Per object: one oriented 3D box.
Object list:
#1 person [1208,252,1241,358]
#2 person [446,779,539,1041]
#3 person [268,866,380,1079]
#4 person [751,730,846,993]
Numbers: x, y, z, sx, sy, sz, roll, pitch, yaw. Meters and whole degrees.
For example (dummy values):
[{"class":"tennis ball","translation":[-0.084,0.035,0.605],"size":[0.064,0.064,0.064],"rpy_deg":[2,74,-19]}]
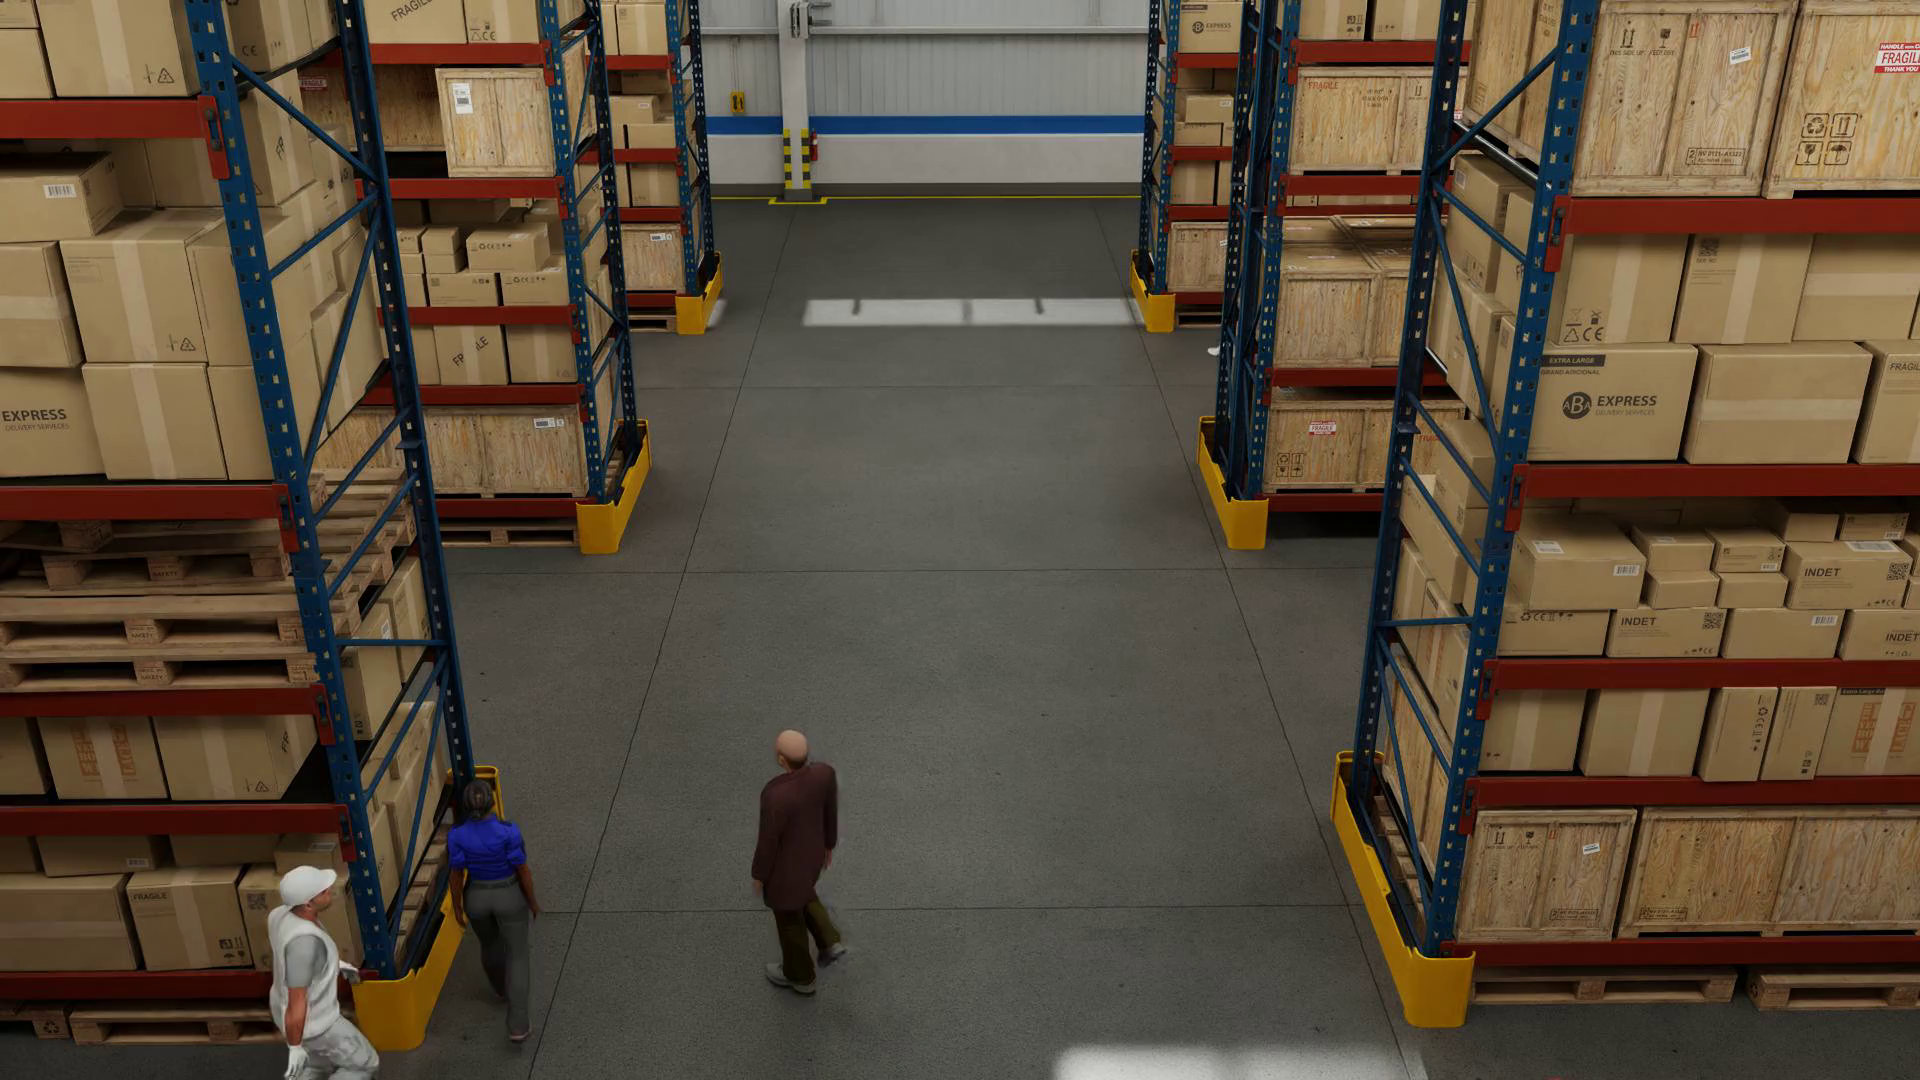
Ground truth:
[{"class":"person","translation":[3.578,-3.106,20.531],"size":[0.894,1.782,0.598],"rpy_deg":[10,27,21]},{"class":"person","translation":[-2.672,2.072,9.596],"size":[0.463,1.665,0.740],"rpy_deg":[-1,25,-2]},{"class":"person","translation":[-3.339,2.464,8.655],"size":[0.573,1.726,0.740],"rpy_deg":[-17,30,-33]},{"class":"person","translation":[-0.978,1.884,9.777],"size":[0.539,1.783,0.583],"rpy_deg":[19,31,34]}]
